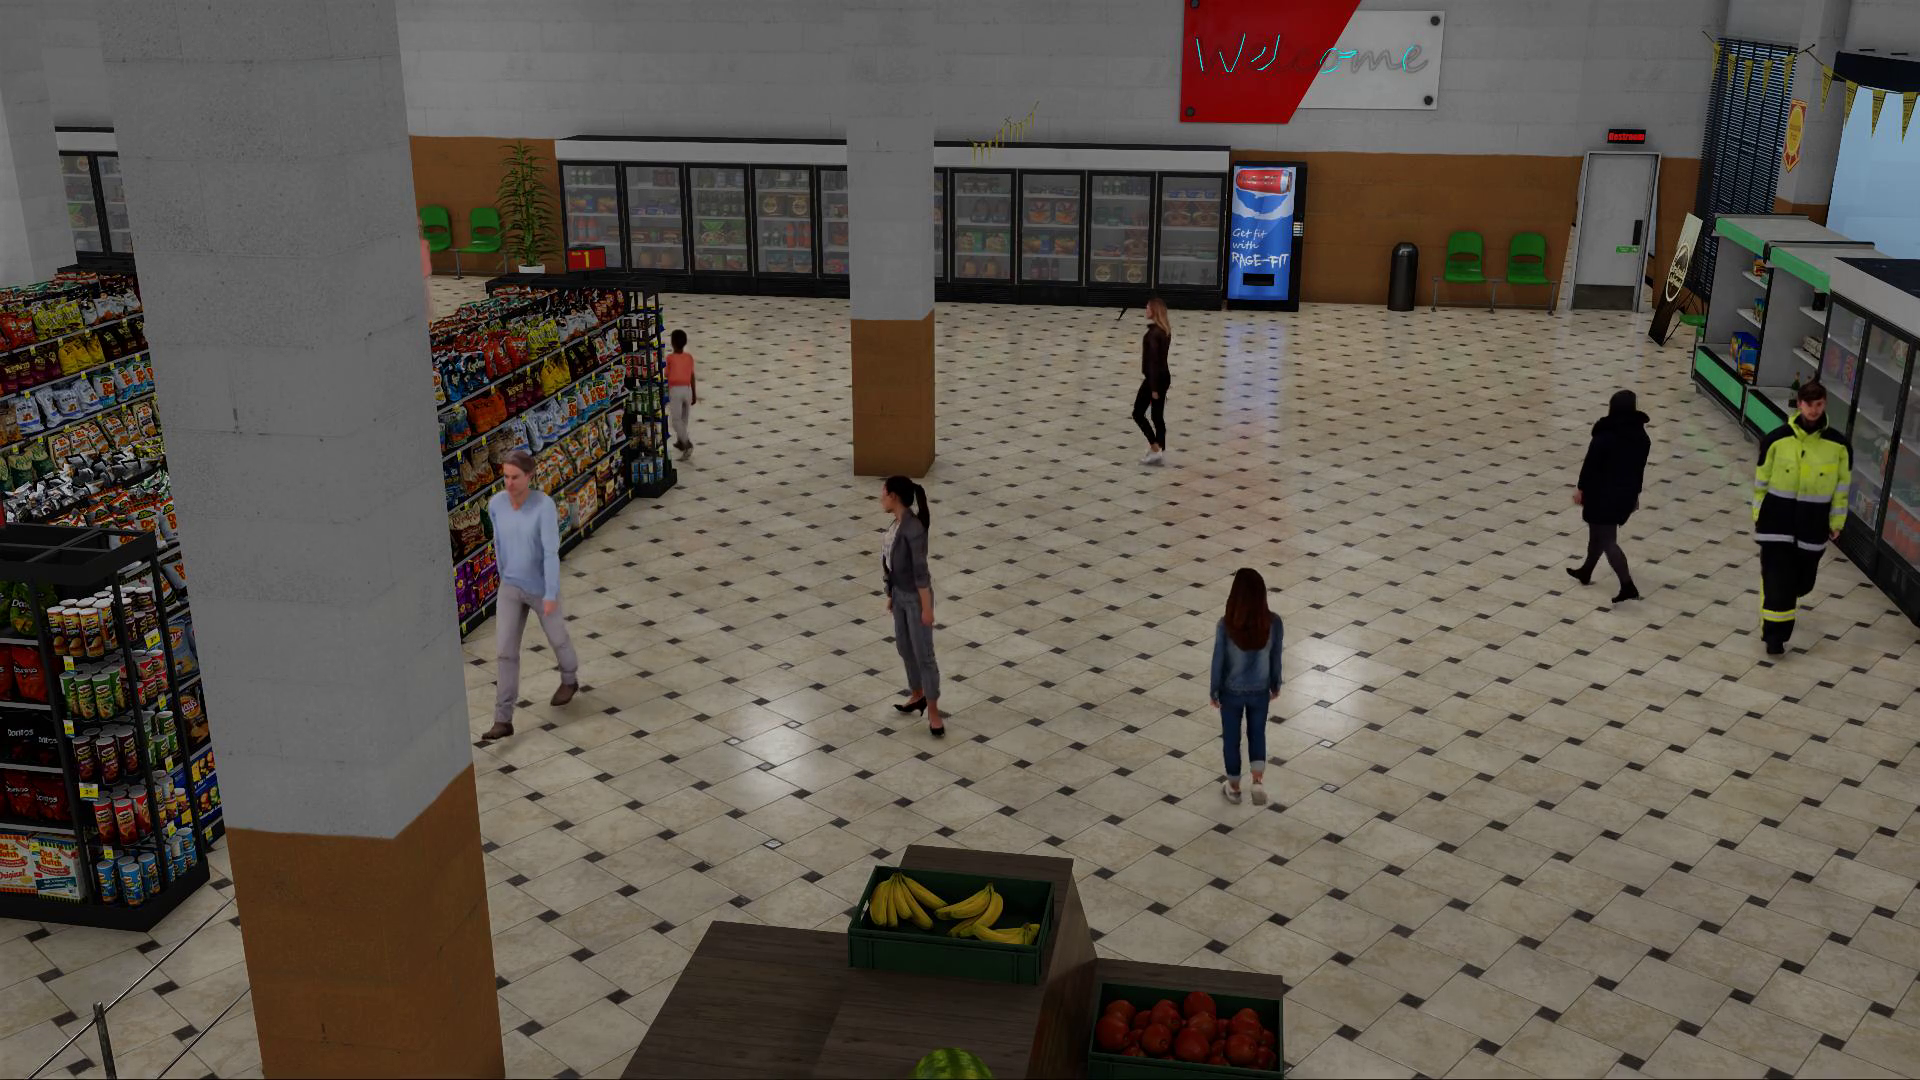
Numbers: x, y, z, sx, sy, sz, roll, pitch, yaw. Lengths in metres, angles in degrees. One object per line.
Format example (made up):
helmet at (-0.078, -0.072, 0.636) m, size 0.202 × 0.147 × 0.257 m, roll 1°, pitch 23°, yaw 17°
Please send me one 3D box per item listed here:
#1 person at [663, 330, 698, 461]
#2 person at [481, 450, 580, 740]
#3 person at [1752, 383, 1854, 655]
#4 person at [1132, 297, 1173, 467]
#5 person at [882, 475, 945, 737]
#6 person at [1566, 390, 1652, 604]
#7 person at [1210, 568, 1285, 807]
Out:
person at (-2.821, -1.462, 16.796) m, size 0.824 × 1.301 × 0.898 m, roll -12°, pitch 22°, yaw -32°
person at (-2.705, 0.312, 10.702) m, size 0.690 × 1.833 × 1.247 m, roll 4°, pitch 19°, yaw 12°
person at (6.030, -0.190, 11.992) m, size 0.834 × 1.959 × 1.144 m, roll 5°, pitch 19°, yaw 15°
person at (2.006, -1.541, 16.418) m, size 0.746 × 1.692 × 0.617 m, roll 10°, pitch 21°, yaw 27°
person at (-0.255, 0.422, 10.655) m, size 0.892 × 1.654 × 0.723 m, roll -11°, pitch 22°, yaw -29°
person at (5.071, -0.307, 12.837) m, size 1.032 × 1.642 × 1.181 m, roll -8°, pitch 20°, yaw -23°
person at (1.662, 0.885, 9.570) m, size 0.681 × 1.470 × 0.786 m, roll -2°, pitch 19°, yaw -5°
